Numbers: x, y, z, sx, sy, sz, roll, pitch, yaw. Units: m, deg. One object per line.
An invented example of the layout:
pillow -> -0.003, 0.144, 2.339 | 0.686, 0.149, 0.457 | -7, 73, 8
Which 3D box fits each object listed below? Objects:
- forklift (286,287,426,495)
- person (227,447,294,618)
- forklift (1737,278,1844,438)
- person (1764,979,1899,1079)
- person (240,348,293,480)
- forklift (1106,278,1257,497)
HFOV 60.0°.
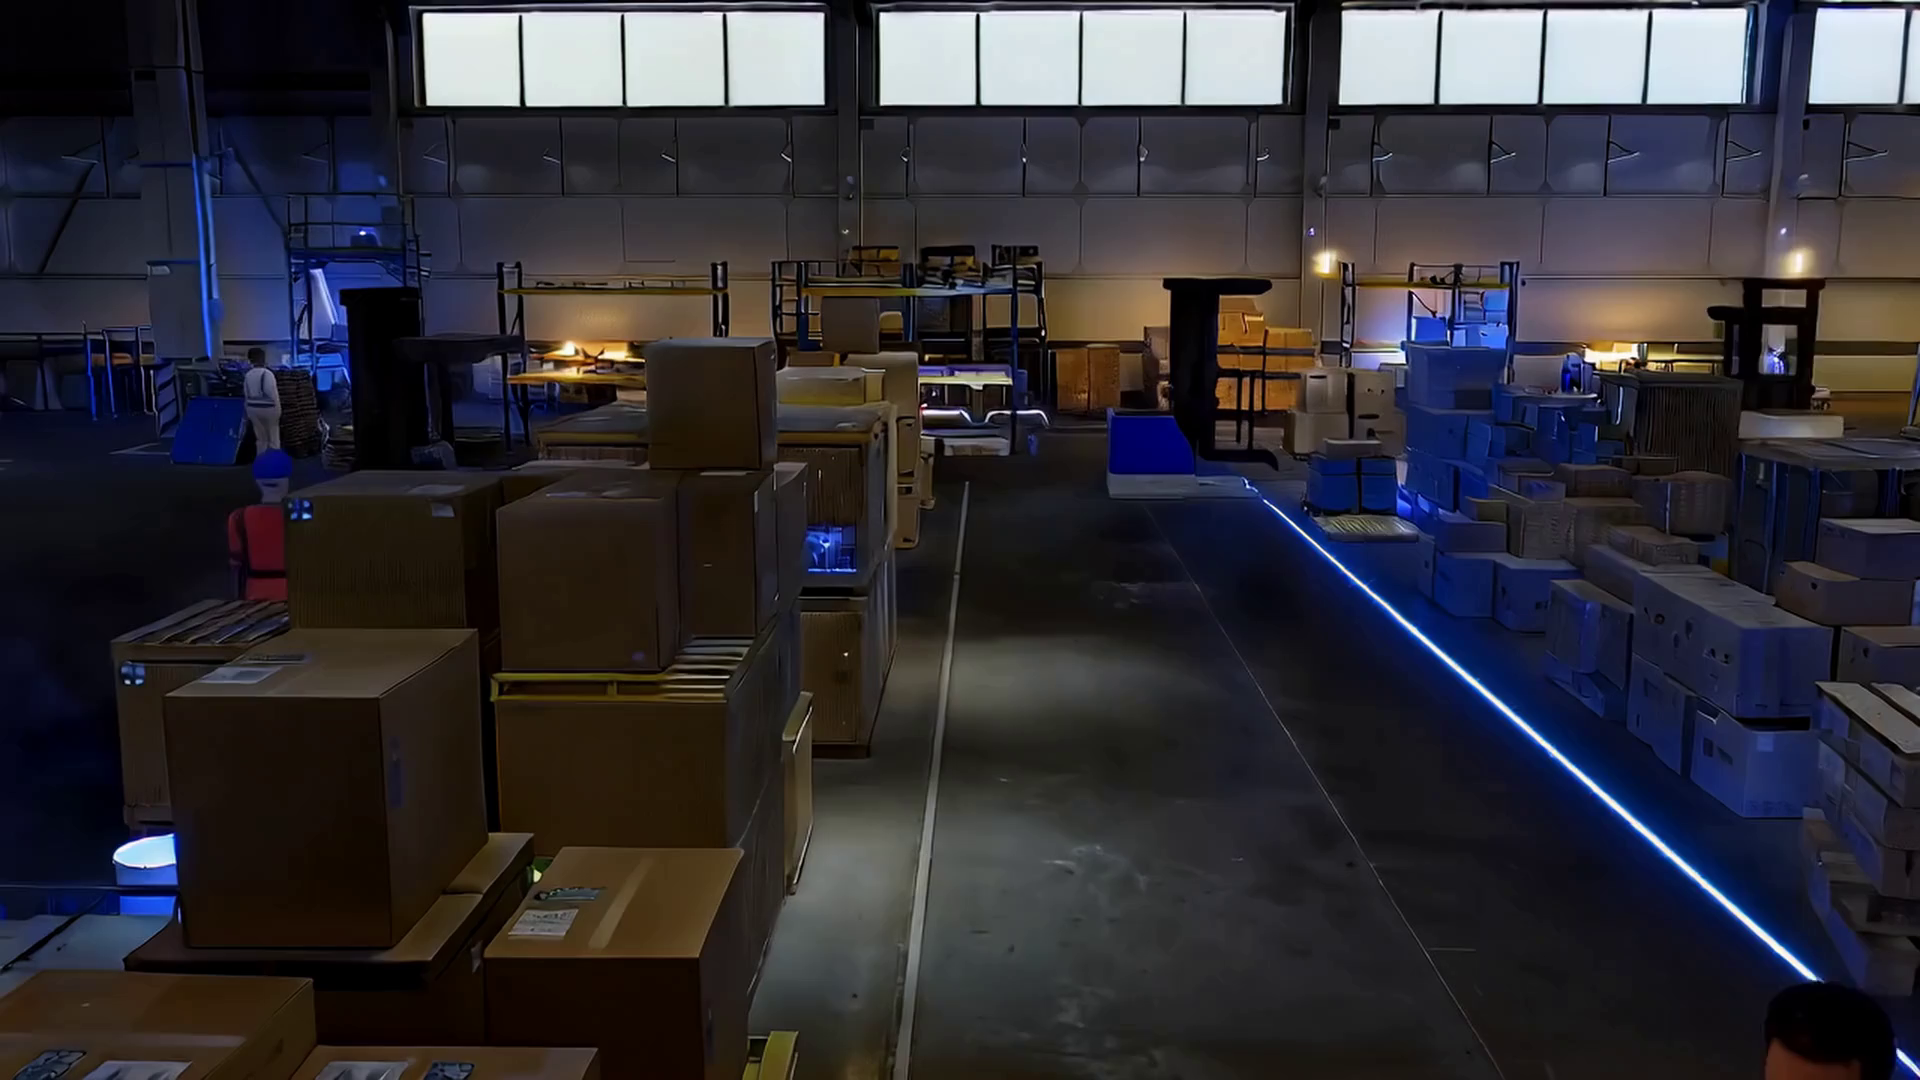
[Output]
forklift -> -4.772, -0.711, 13.897 | 1.873, 2.768, 1.129 | 0, 9, 1
person -> -4.140, 0.407, 10.044 | 0.543, 1.926, 0.585 | 0, 9, -1
forklift -> 10.738, -2.047, 21.897 | 1.129, 2.768, 1.873 | 0, 9, 1
person -> 1.453, 1.618, 2.879 | 0.644, 1.898, 0.609 | -8, 12, -38
person -> -9.653, -1.727, 23.080 | 0.691, 1.850, 0.342 | 4, 10, 25
forklift -> 2.884, -2.007, 21.659 | 1.873, 2.768, 1.129 | 0, 9, 1
